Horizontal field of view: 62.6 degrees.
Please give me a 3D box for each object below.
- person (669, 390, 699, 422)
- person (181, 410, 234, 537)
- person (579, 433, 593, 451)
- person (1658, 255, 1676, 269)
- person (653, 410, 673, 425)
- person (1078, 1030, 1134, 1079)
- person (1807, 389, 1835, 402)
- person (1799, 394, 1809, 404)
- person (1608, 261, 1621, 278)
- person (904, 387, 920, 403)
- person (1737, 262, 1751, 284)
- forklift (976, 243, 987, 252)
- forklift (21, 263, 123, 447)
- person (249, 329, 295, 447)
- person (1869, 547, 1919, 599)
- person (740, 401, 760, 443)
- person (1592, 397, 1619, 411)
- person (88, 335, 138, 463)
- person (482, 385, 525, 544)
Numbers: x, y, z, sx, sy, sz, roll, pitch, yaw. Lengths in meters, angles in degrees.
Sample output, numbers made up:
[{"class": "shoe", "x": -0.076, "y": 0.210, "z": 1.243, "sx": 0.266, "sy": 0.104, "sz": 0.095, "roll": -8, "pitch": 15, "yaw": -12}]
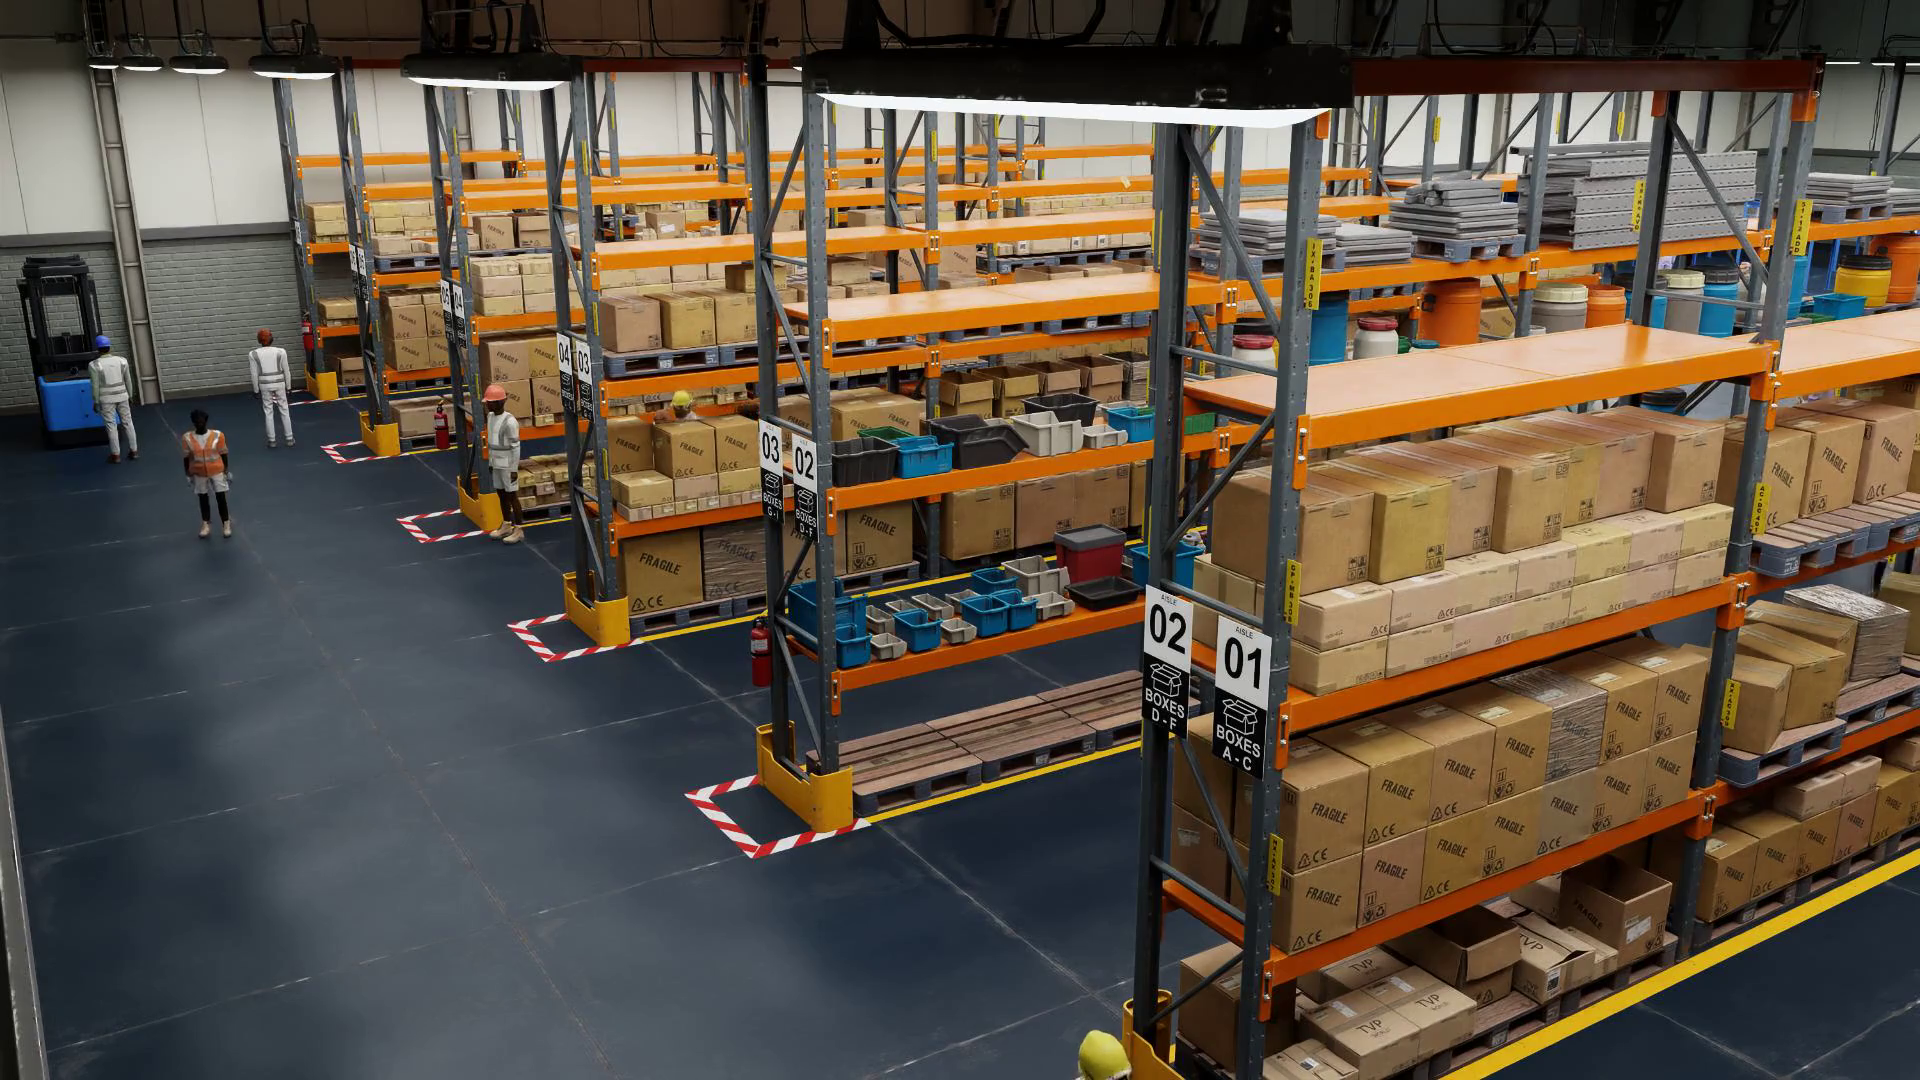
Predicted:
[{"class": "person", "x": -3.551, "y": -1.126, "z": 21.037, "sx": 0.599, "sy": 1.807, "sz": 0.631, "roll": -9, "pitch": 19, "yaw": -28}, {"class": "person", "x": -9.710, "y": -0.849, "z": 20.358, "sx": 0.569, "sy": 1.677, "sz": 0.519, "roll": -6, "pitch": 18, "yaw": -18}, {"class": "person", "x": -5.611, "y": -1.932, "z": 23.508, "sx": 0.583, "sy": 1.906, "sz": 0.607, "roll": -15, "pitch": 22, "yaw": -39}, {"class": "person", "x": 18.238, "y": -7.248, "z": 40.948, "sx": 0.643, "sy": 1.909, "sz": 0.410, "roll": -2, "pitch": 17, "yaw": -8}, {"class": "person", "x": -3.843, "y": -0.901, "z": 20.599, "sx": 0.264, "sy": 1.632, "sz": 0.508, "roll": -8, "pitch": 19, "yaw": -24}, {"class": "person", "x": 0.729, "y": 3.089, "z": 7.298, "sx": 0.604, "sy": 1.769, "sz": 0.981, "roll": 4, "pitch": 17, "yaw": 12}, {"class": "person", "x": 12.481, "y": -1.786, "z": 22.813, "sx": 0.614, "sy": 2.039, "sz": 0.387, "roll": -9, "pitch": 19, "yaw": -26}, {"class": "person", "x": 14.951, "y": -3.096, "z": 27.404, "sx": 0.638, "sy": 1.872, "sz": 0.932, "roll": -4, "pitch": 17, "yaw": -12}, {"class": "person", "x": 18.646, "y": -8.367, "z": 44.636, "sx": 0.551, "sy": 1.905, "sz": 0.603, "roll": -6, "pitch": 18, "yaw": -19}, {"class": "person", "x": -0.590, "y": -1.123, "z": 20.950, "sx": 0.808, "sy": 1.850, "sz": 0.605, "roll": -11, "pitch": 20, "yaw": -32}, {"class": "person", "x": 16.399, "y": -4.897, "z": 33.231, "sx": 0.408, "sy": 1.911, "sz": 0.651, "roll": 4, "pitch": 17, "yaw": 11}, {"class": "forklift", "x": 0.988, "y": -5.474, "z": 34.718, "sx": 1.214, "sy": 2.155, "sz": 2.313, "roll": -10, "pitch": 20, "yaw": -31}, {"class": "forklift", "x": -14.518, "y": -3.079, "z": 25.708, "sx": 1.129, "sy": 2.768, "sz": 1.873, "roll": -10, "pitch": 20, "yaw": -31}, {"class": "person", "x": -10.969, "y": -2.427, "z": 25.176, "sx": 0.573, "sy": 1.886, "sz": 0.353, "roll": -7, "pitch": 18, "yaw": -22}, {"class": "person", "x": 9.359, "y": 0.500, "z": 15.477, "sx": 0.739, "sy": 1.936, "sz": 0.617, "roll": -8, "pitch": 19, "yaw": -26}, {"class": "person", "x": -2.691, "y": -0.866, "z": 20.170, "sx": 0.566, "sy": 1.825, "sz": 0.620, "roll": -8, "pitch": 19, "yaw": -25}, {"class": "person", "x": 8.783, "y": -1.236, "z": 21.082, "sx": 0.536, "sy": 2.000, "sz": 0.692, "roll": -9, "pitch": 19, "yaw": -26}, {"class": "person", "x": -13.019, "y": -2.173, "z": 24.242, "sx": 0.403, "sy": 1.943, "sz": 0.610, "roll": 13, "pitch": 21, "yaw": 36}, {"class": "person", "x": -5.852, "y": -0.971, "z": 20.138, "sx": 0.616, "sy": 2.041, "sz": 0.380, "roll": 15, "pitch": 23, "yaw": 41}]
